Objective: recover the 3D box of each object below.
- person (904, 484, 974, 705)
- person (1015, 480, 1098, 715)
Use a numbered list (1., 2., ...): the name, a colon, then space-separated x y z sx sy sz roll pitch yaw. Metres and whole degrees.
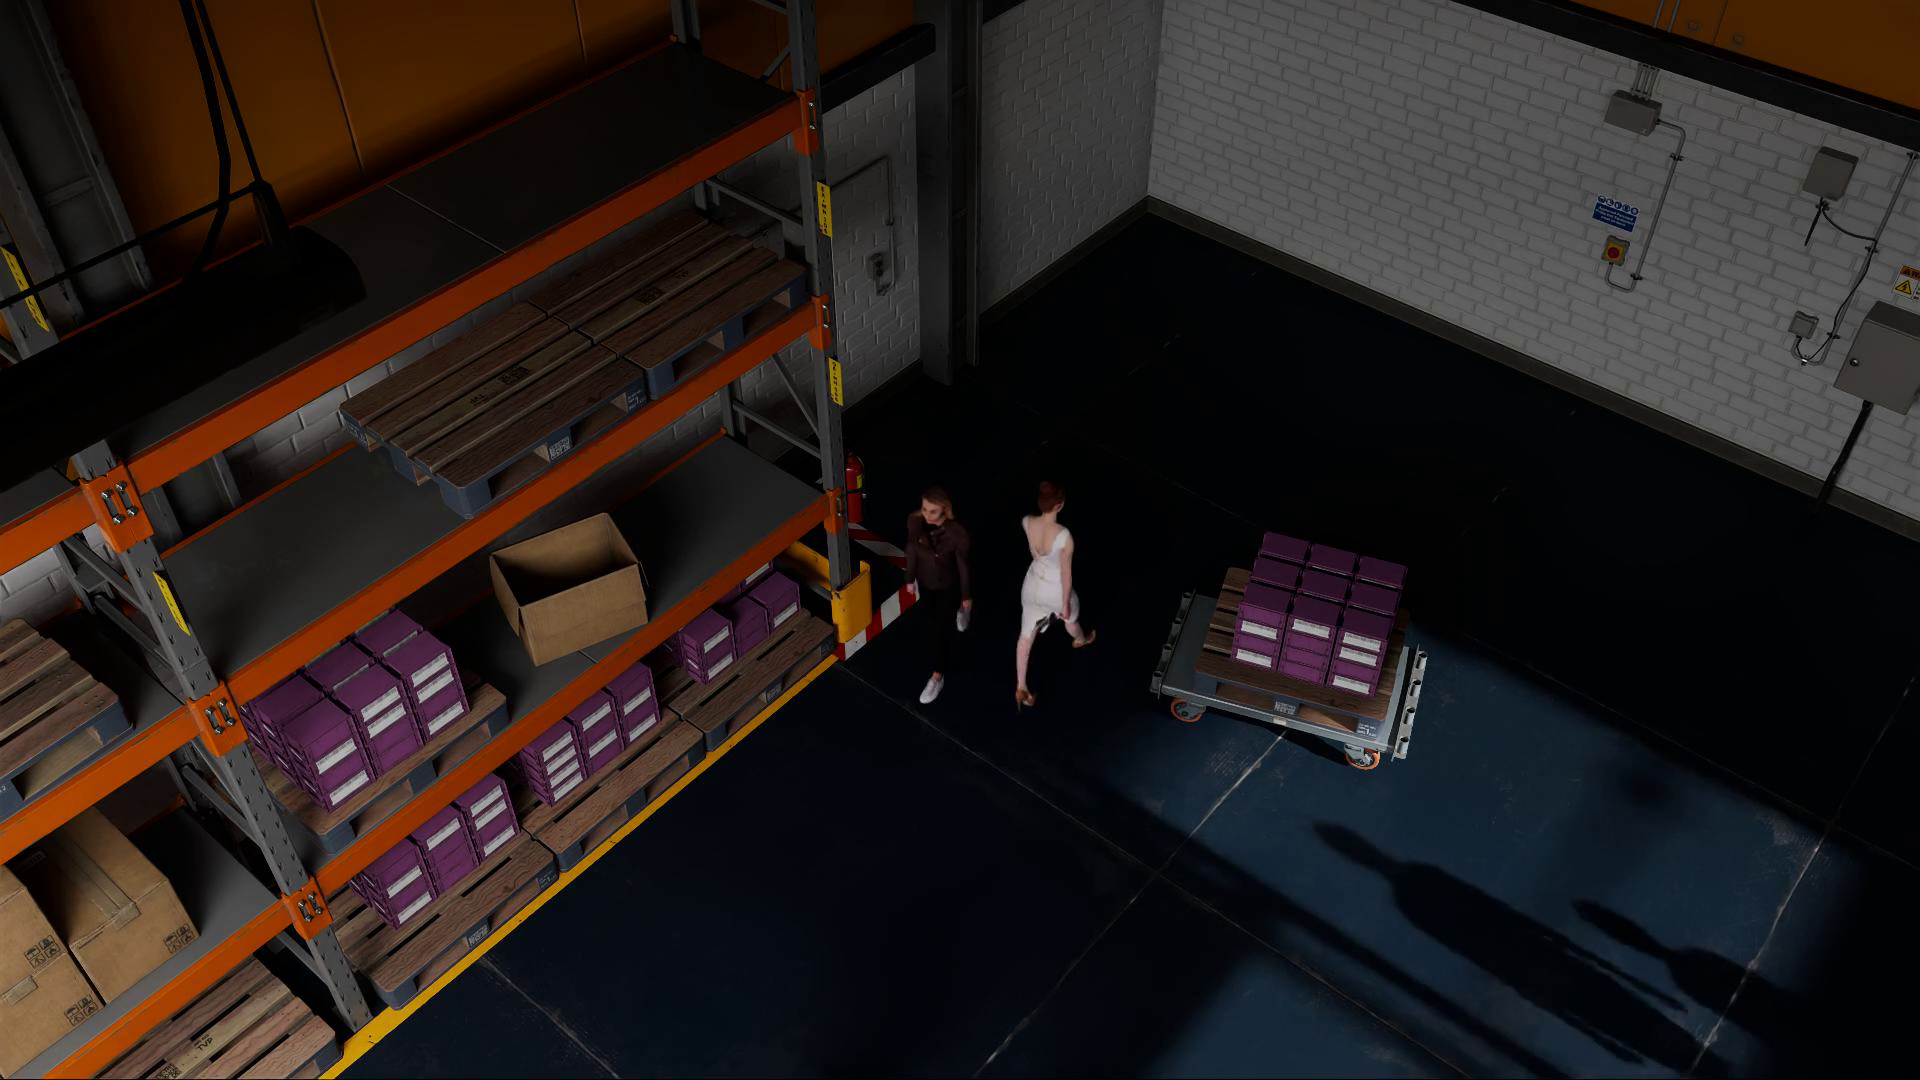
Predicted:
1. person: -0.092 0.237 10.724 0.737 1.680 1.085 22 48 21
2. person: 0.468 0.392 10.506 0.590 1.755 1.045 32 52 29
